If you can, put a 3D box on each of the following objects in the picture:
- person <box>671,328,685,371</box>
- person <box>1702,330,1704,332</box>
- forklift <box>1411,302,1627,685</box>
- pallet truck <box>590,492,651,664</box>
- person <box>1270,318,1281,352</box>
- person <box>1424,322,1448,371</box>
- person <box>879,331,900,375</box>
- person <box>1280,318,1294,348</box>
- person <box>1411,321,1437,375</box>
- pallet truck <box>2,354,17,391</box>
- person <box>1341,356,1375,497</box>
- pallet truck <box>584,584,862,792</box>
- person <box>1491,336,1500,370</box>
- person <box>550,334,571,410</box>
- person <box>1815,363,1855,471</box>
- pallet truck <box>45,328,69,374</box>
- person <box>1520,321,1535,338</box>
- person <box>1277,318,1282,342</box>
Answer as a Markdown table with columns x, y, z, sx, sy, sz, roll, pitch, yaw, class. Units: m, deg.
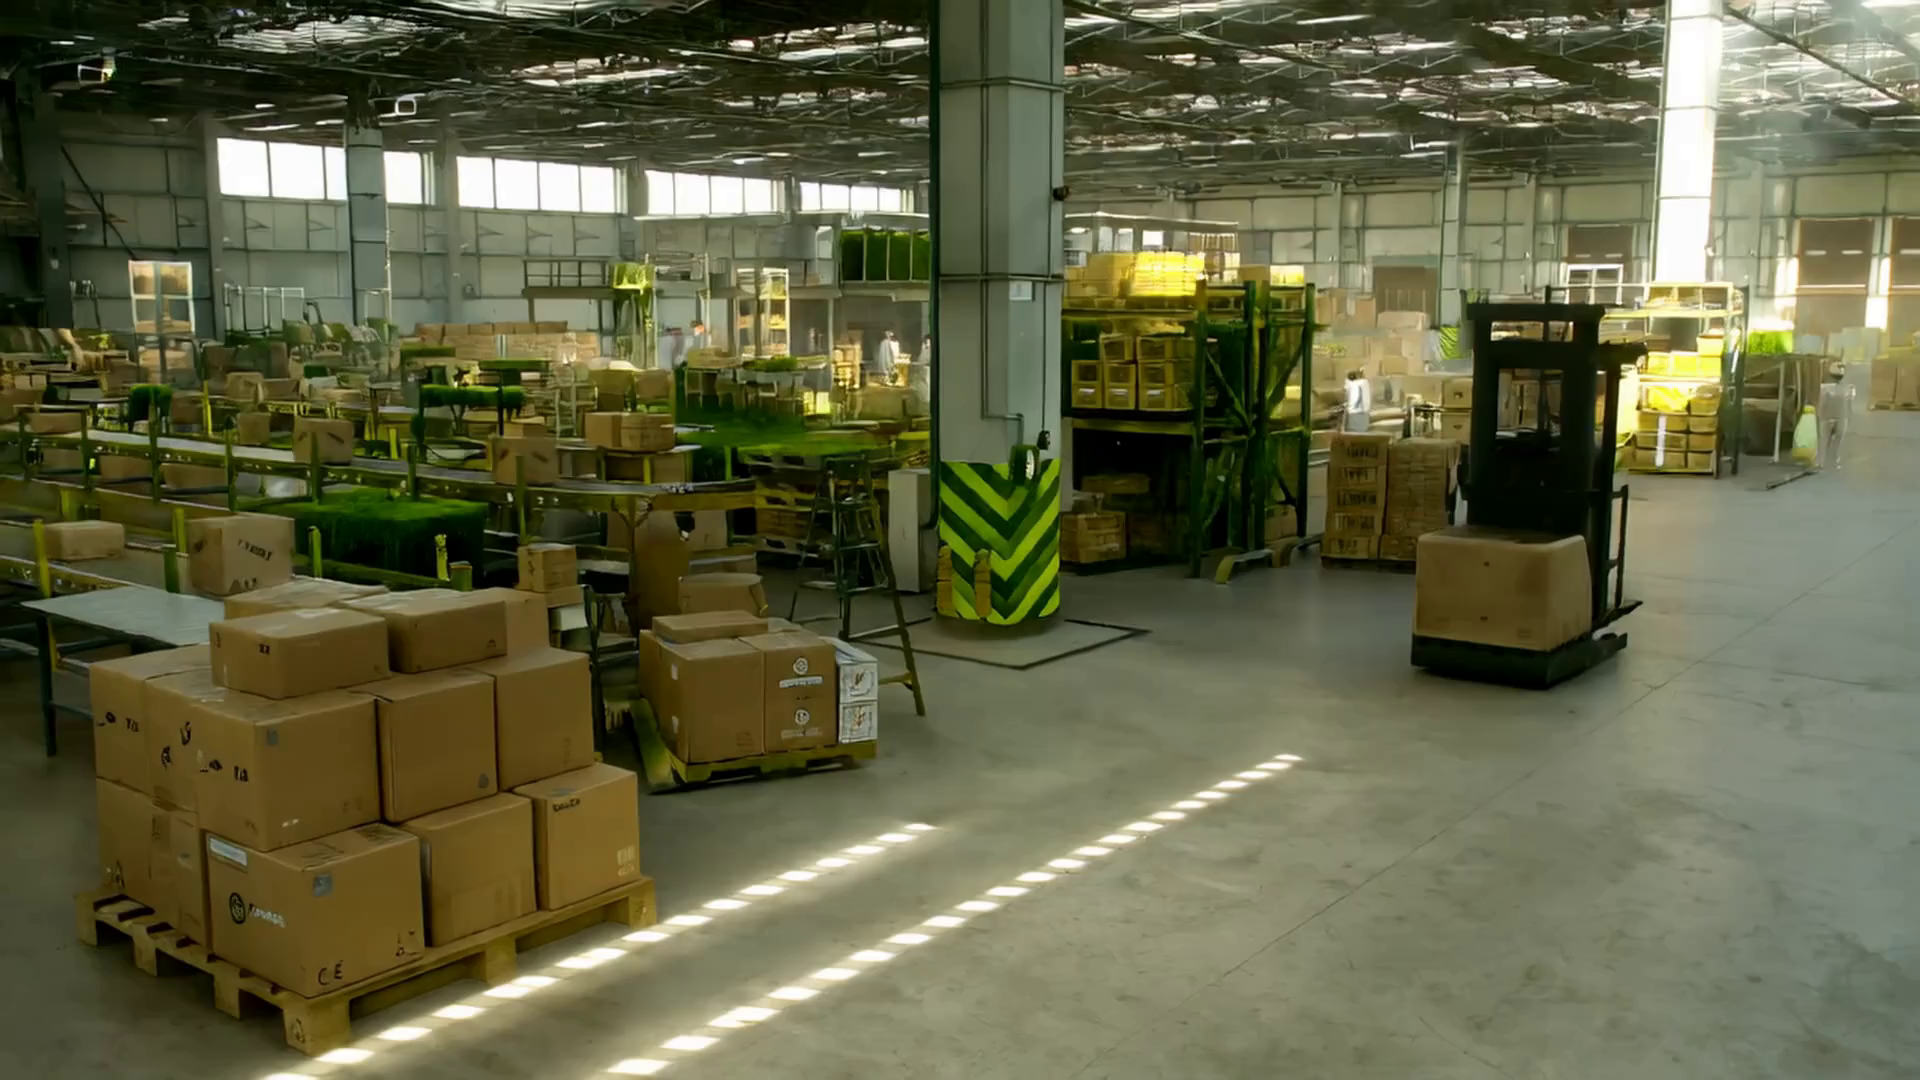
| x | y | z | sx | sy | sz | roll | pitch | yaw | class |
| --- | --- | --- | --- | --- | --- | --- | --- | --- | --- |
| -9.708 | -6.431 | 57.155 | 0.699 | 1.724 | 0.489 | 6 | 10 | 36 | person |
| 24.626 | -6.393 | 55.814 | 0.536 | 2.000 | 0.688 | -2 | 9 | -15 | person |
| 4.379 | -0.438 | 12.852 | 1.129 | 2.768 | 1.873 | 7 | 11 | 37 | forklift |
| -3.115 | 0.344 | 12.883 | 0.653 | 1.274 | 1.630 | 7 | 11 | 37 | pallet truck |
| 12.415 | -7.766 | 65.489 | 0.391 | 1.917 | 0.593 | -4 | 9 | -27 | person |
| 17.796 | -7.232 | 62.152 | 0.962 | 1.834 | 0.592 | -2 | 9 | -14 | person |
| -2.014 | -5.072 | 47.598 | 0.591 | 1.833 | 0.404 | 1 | 8 | 7 | person |
| 17.082 | -10.969 | 87.475 | 0.897 | 1.810 | 0.624 | 4 | 9 | 25 | person |
| 16.491 | -6.807 | 59.038 | 0.870 | 1.914 | 0.544 | 2 | 9 | 16 | person |
| -24.881 | -4.417 | 42.634 | 1.885 | 1.965 | 0.823 | 8 | 11 | 41 | pallet truck |
| 5.609 | -1.568 | 23.388 | 0.526 | 2.013 | 0.649 | 7 | 11 | 39 | person |
| -1.426 | 0.805 | 10.019 | 1.601 | 1.201 | 0.680 | -4 | 9 | -26 | pallet truck |
| 12.780 | -3.974 | 40.074 | 0.648 | 1.878 | 0.846 | 8 | 11 | 42 | person |
| -9.965 | -4.182 | 41.510 | 0.566 | 1.905 | 0.916 | -8 | 12 | -44 | person |
| 14.310 | -2.006 | 27.211 | 0.536 | 1.772 | 0.353 | 5 | 10 | 31 | person |
| -23.775 | -4.544 | 43.495 | 1.885 | 1.965 | 0.823 | 6 | 10 | 35 | pallet truck |
| 25.515 | -9.150 | 74.766 | 0.627 | 1.927 | 0.558 | 2 | 9 | 11 | person |
| 14.078 | -8.988 | 74.007 | 0.550 | 1.826 | 0.591 | 3 | 9 | 21 | person |
